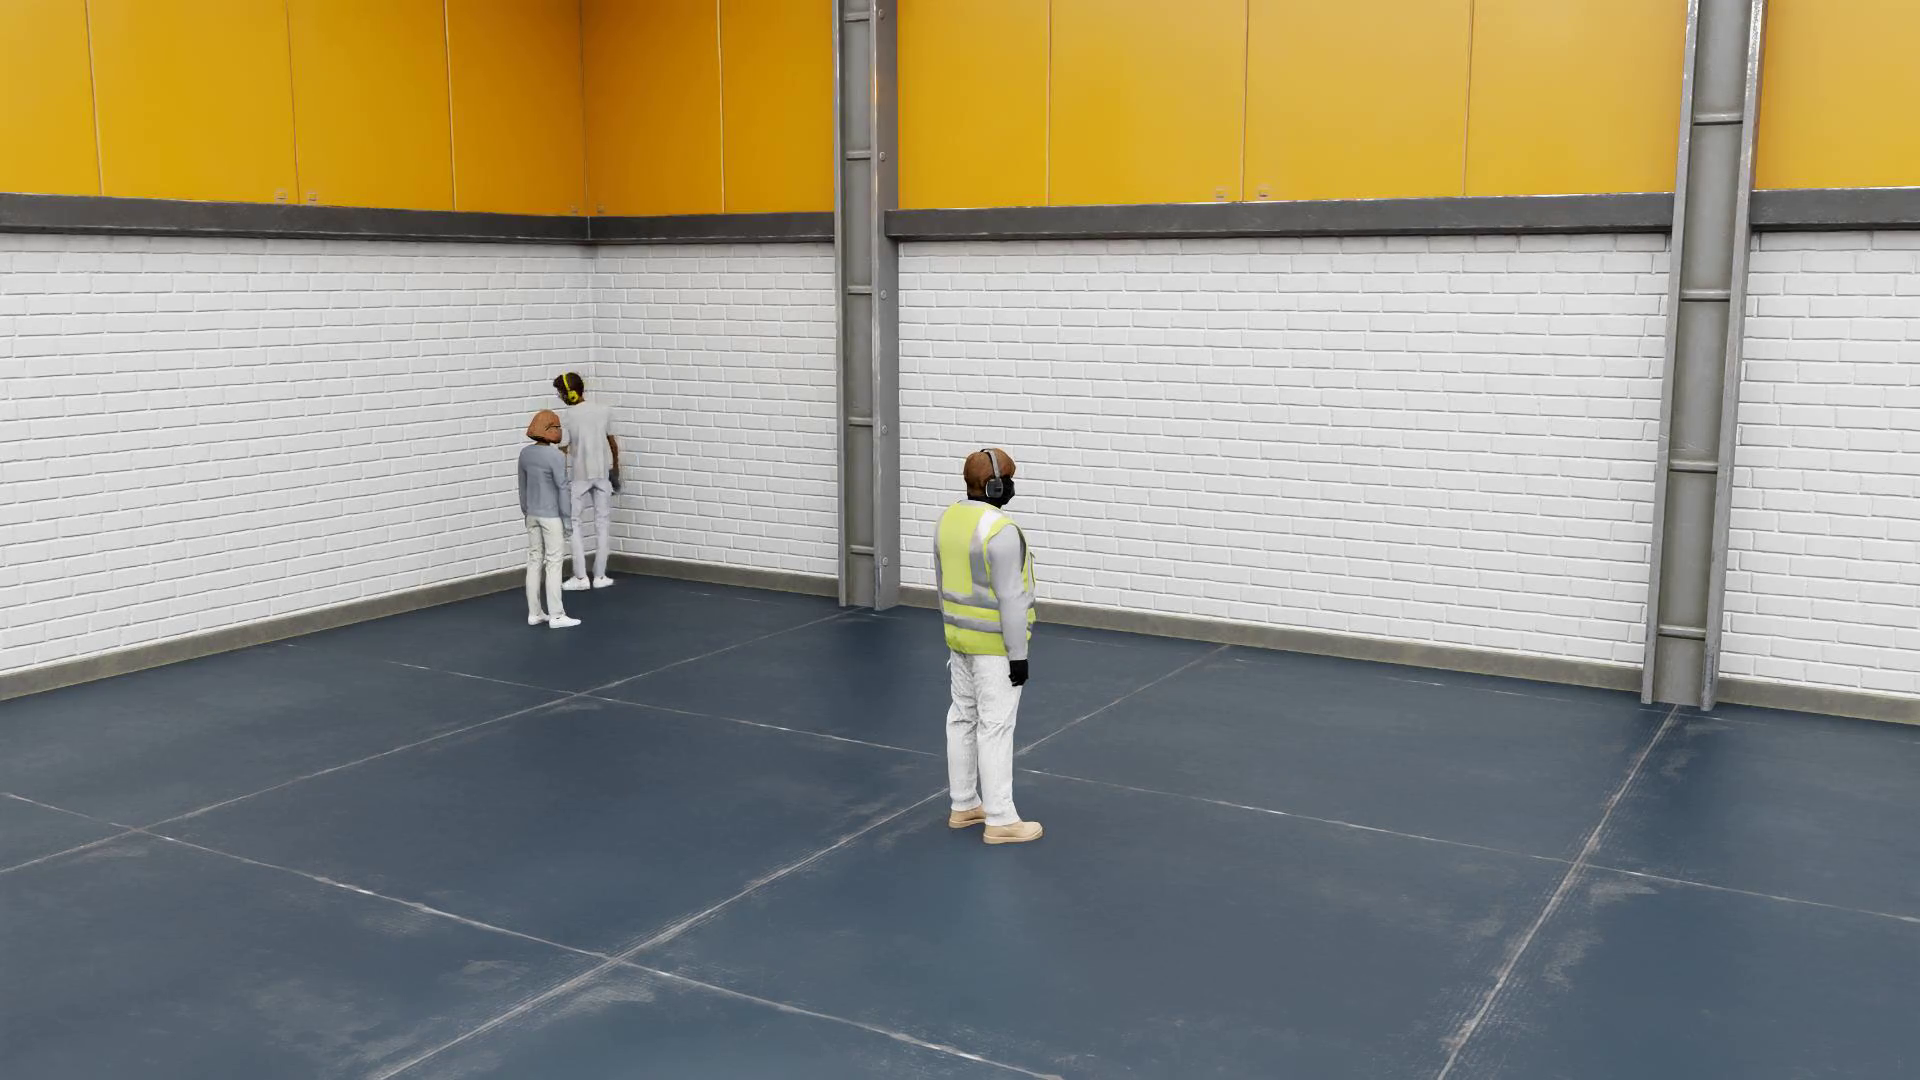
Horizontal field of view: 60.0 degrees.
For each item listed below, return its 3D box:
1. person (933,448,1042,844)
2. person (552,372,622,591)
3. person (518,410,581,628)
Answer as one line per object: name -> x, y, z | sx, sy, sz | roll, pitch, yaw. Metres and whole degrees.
person -> 0.137, 0.488, 7.799 | 0.429, 1.845, 0.621 | -6, 11, -32
person -> -3.112, -0.479, 13.878 | 0.649, 1.834, 0.369 | -6, 11, -33
person -> -3.098, -0.159, 12.481 | 0.507, 1.632, 0.266 | 6, 11, 35
